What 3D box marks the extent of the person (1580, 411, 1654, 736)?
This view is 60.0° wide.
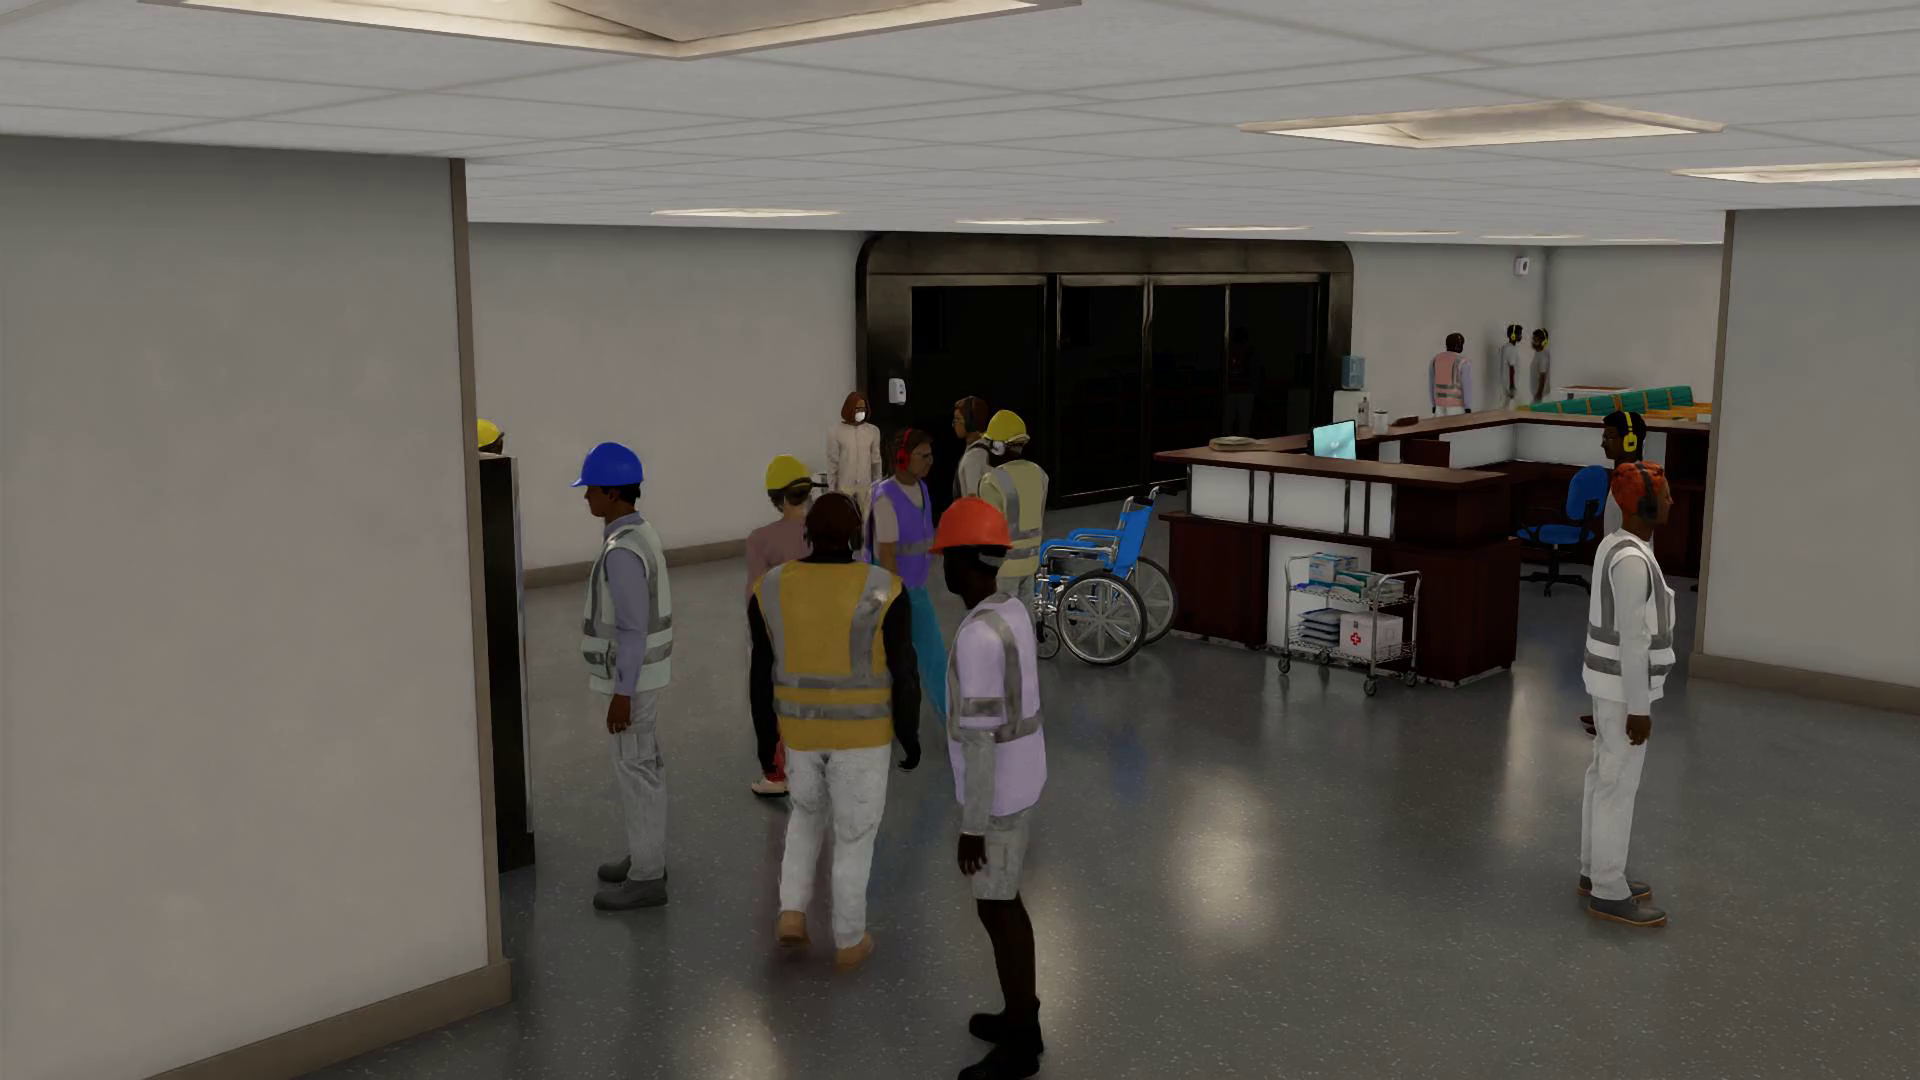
[{"bbox_3d":[3.768,0.195,9.472,0.326,1.862,0.508,2,10,13],"label":"person"}]

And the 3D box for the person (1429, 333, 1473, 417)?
[{"bbox_3d":[6.315,-1.731,21.338,0.429,1.843,0.633,-7,11,-35],"label":"person"}]

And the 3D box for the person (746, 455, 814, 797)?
[{"bbox_3d":[-0.824,0.449,8.238,0.549,1.754,0.496,-4,10,-24],"label":"person"}]

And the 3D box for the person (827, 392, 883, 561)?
[{"bbox_3d":[-0.893,-0.446,14.128,0.504,1.627,0.285,-5,10,-27],"label":"person"}]

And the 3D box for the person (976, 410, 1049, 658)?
[{"bbox_3d":[0.270,0.149,9.822,0.403,1.837,0.591,6,11,34],"label":"person"}]

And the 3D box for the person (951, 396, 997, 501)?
[{"bbox_3d":[0.099,-0.010,10.766,0.331,1.843,0.511,2,9,12],"label":"person"}]

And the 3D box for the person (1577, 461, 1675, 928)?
[{"bbox_3d":[2.737,0.617,6.807,0.355,1.884,0.575,2,10,14],"label":"person"}]

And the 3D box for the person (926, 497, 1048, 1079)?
[{"bbox_3d":[0.074,0.819,5.480,0.422,1.919,0.616,2,9,12],"label":"person"}]

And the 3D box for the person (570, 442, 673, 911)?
[{"bbox_3d":[-1.397,0.562,6.945,0.399,1.945,0.615,-1,9,-7],"label":"person"}]

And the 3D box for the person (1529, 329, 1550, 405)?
[{"bbox_3d":[8.004,-2.002,23.030,0.348,1.838,0.599,1,9,8],"label":"person"}]

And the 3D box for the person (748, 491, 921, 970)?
[{"bbox_3d":[-0.466,0.728,6.303,0.638,1.830,0.438,3,10,16],"label":"person"}]
